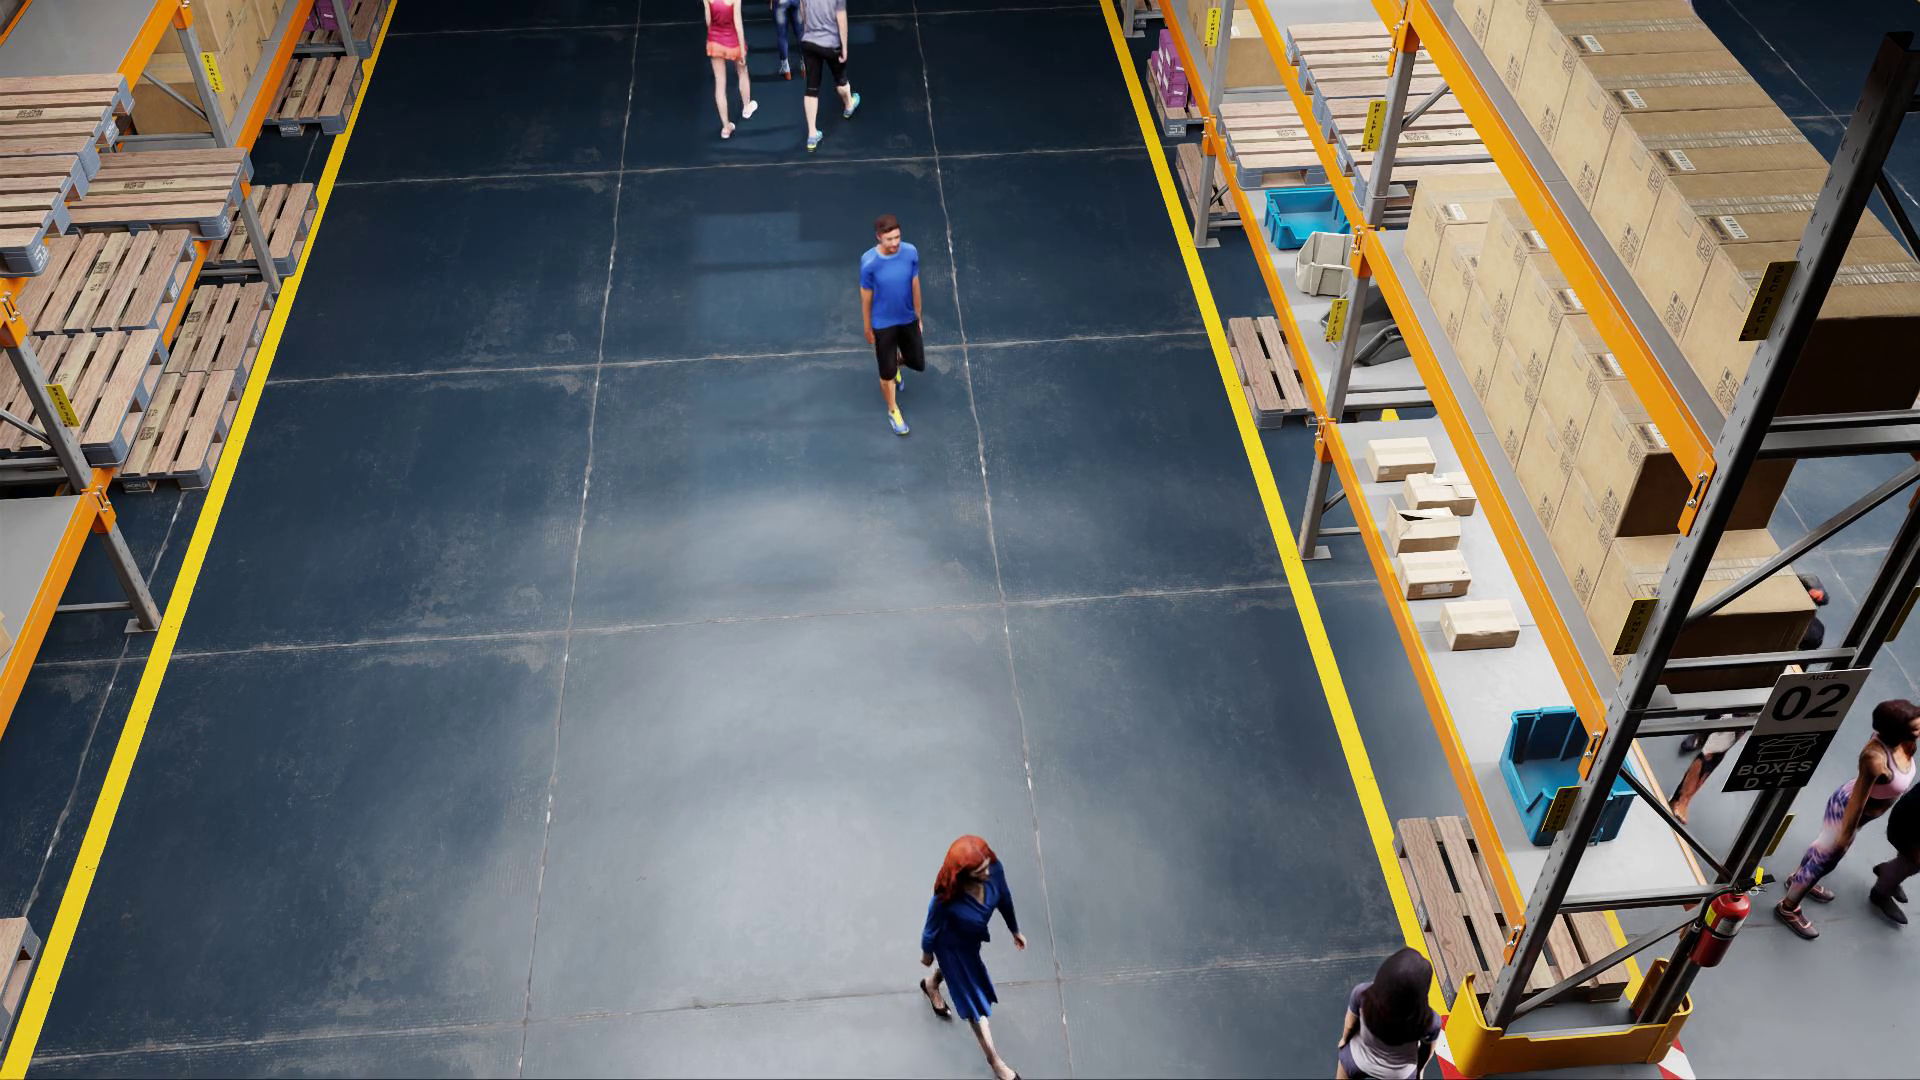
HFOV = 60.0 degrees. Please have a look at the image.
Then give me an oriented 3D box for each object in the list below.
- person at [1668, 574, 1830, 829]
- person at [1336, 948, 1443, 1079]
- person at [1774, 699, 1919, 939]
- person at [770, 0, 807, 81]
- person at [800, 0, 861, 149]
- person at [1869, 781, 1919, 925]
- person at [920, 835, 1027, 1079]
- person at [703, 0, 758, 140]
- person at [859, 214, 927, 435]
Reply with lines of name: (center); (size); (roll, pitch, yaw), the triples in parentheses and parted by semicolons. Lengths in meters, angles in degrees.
person: (4.686, 0.807, 9.917); (1.271, 1.835, 1.330); (32, 52, 29)
person: (2.072, 2.537, 8.194); (0.674, 1.706, 0.677); (16, 46, 16)
person: (4.954, 1.512, 9.229); (0.744, 1.763, 0.681); (29, 51, 27)
person: (-1.712, -5.381, 16.567); (0.675, 1.622, 0.654); (-17, 46, -17)
person: (-1.315, -4.555, 15.547); (0.929, 1.833, 1.283); (10, 44, 10)
person: (5.395, 1.518, 9.294); (0.764, 1.664, 0.758); (-17, 46, -17)
person: (-0.052, 2.040, 8.656); (1.123, 1.790, 1.045); (31, 52, 28)
person: (-2.234, -4.610, 15.680); (0.659, 1.729, 0.912); (4, 44, 4)
person: (-0.530, -1.700, 12.531); (0.782, 1.860, 0.975); (-16, 46, -16)
